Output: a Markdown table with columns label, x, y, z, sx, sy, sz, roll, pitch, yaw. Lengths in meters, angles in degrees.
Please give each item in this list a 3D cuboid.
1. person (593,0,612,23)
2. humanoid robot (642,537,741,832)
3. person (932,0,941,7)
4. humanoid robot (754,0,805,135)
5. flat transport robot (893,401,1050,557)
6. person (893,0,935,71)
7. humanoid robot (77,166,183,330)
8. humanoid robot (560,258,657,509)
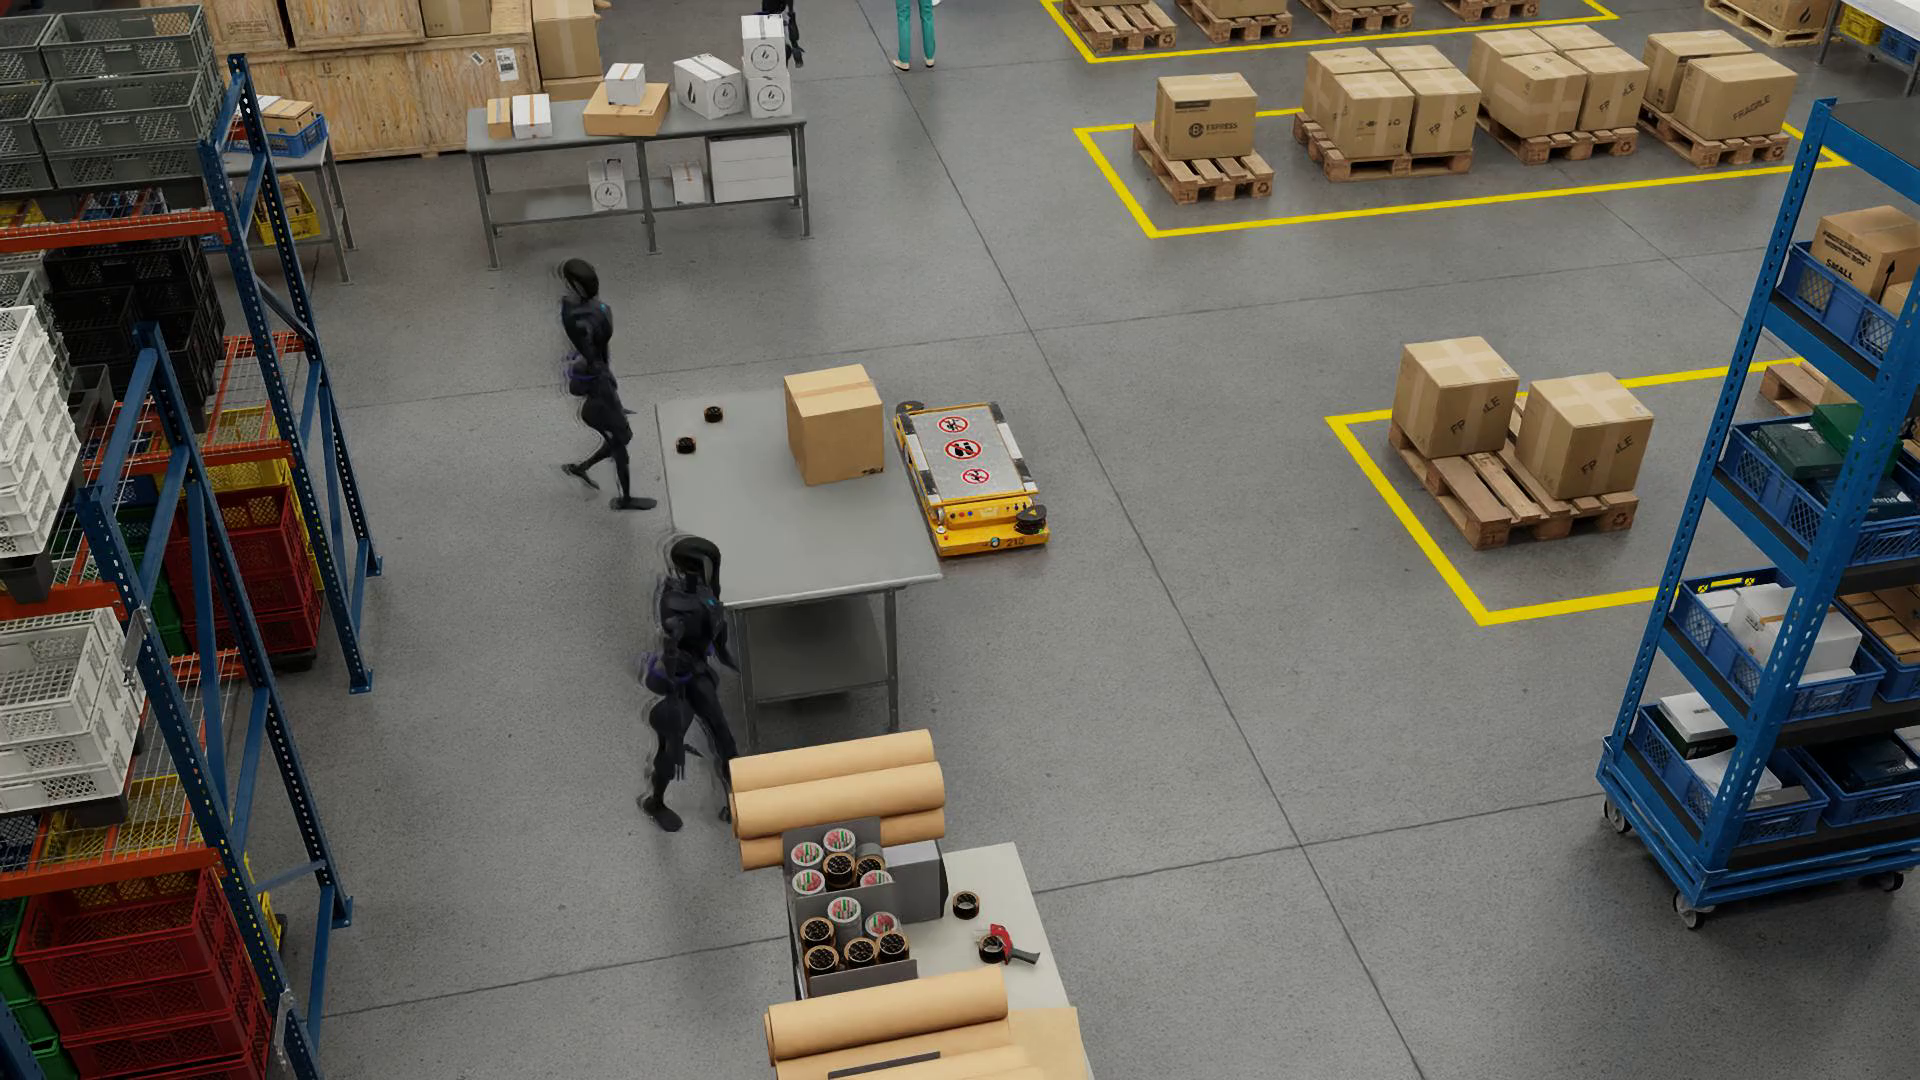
| label | x | y | z | sx | sy | sz | roll | pitch | yaw |
| --- | --- | --- | --- | --- | --- | --- | --- | --- | --- |
| person | -3.723 | -6.183 | 16.381 | 0.536 | 2.000 | 0.682 | 5 | 37 | 7 |
| humanoid robot | -1.202 | 0.688 | 7.471 | 0.720 | 1.618 | 0.775 | 13 | 39 | 17 |
| person | -0.466 | -6.317 | 16.655 | 0.588 | 1.926 | 0.385 | 16 | 40 | 20 |
| humanoid robot | -1.566 | -4.279 | 14.130 | 0.364 | 1.649 | 0.602 | -19 | 41 | -23 |
| flat transport robot | 0.046 | -0.430 | 10.108 | 0.652 | 0.197 | 1.431 | -8 | 37 | -10 |
| person | -0.447 | -5.216 | 15.307 | 0.523 | 1.769 | 0.314 | -11 | 38 | -14 |
| humanoid robot | -5.470 | -1.905 | 10.921 | 0.601 | 1.657 | 0.313 | -25 | 43 | -30 |
| humanoid robot | -2.065 | -0.900 | 9.586 | 0.502 | 1.637 | 0.599 | -2 | 37 | -3 |
